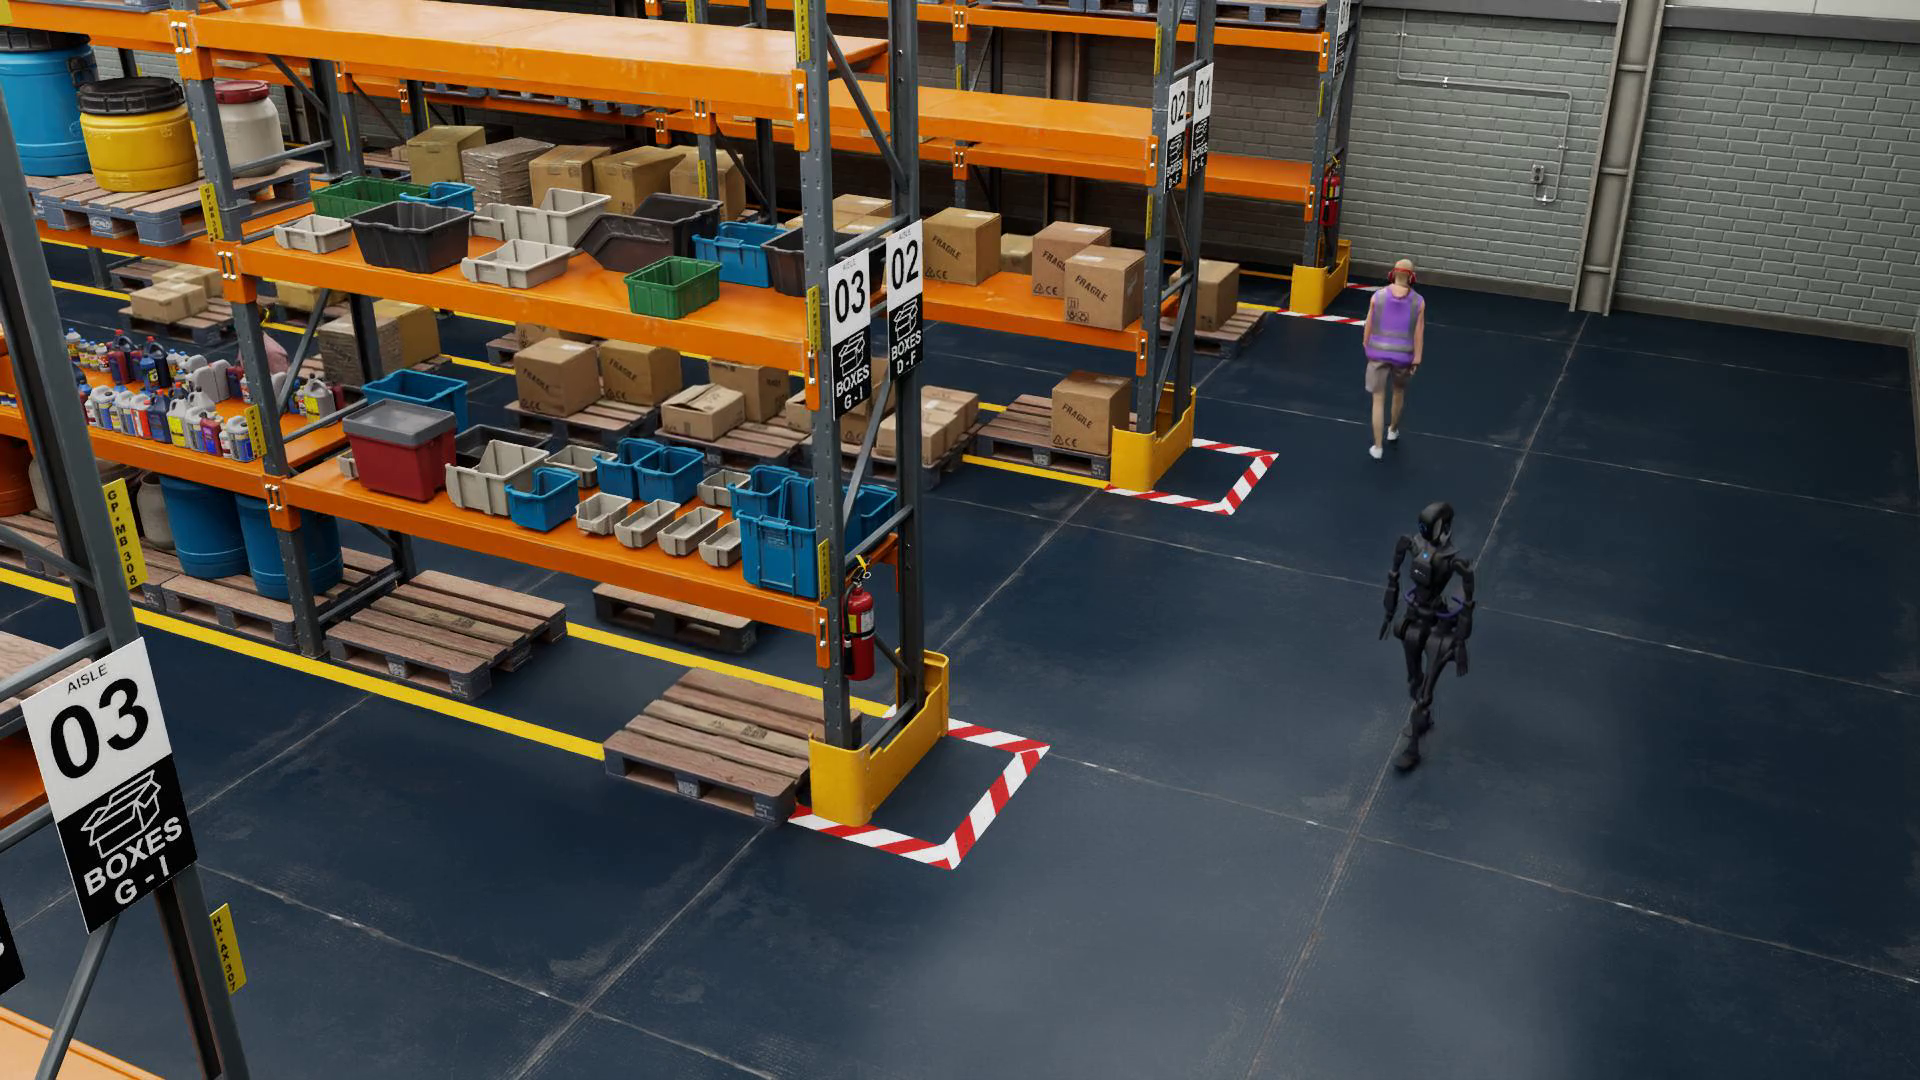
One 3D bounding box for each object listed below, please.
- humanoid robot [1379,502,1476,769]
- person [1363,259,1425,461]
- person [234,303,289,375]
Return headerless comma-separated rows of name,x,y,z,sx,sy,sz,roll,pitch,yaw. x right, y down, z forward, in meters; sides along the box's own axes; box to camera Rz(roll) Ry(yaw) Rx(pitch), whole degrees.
humanoid robot,2.705,0.512,9.699,0.649,1.628,0.614,-22,34,-37
person,3.585,-1.537,13.846,0.476,1.661,0.776,5,27,10
person,-5.145,-0.923,12.459,0.522,1.795,0.333,17,31,30
